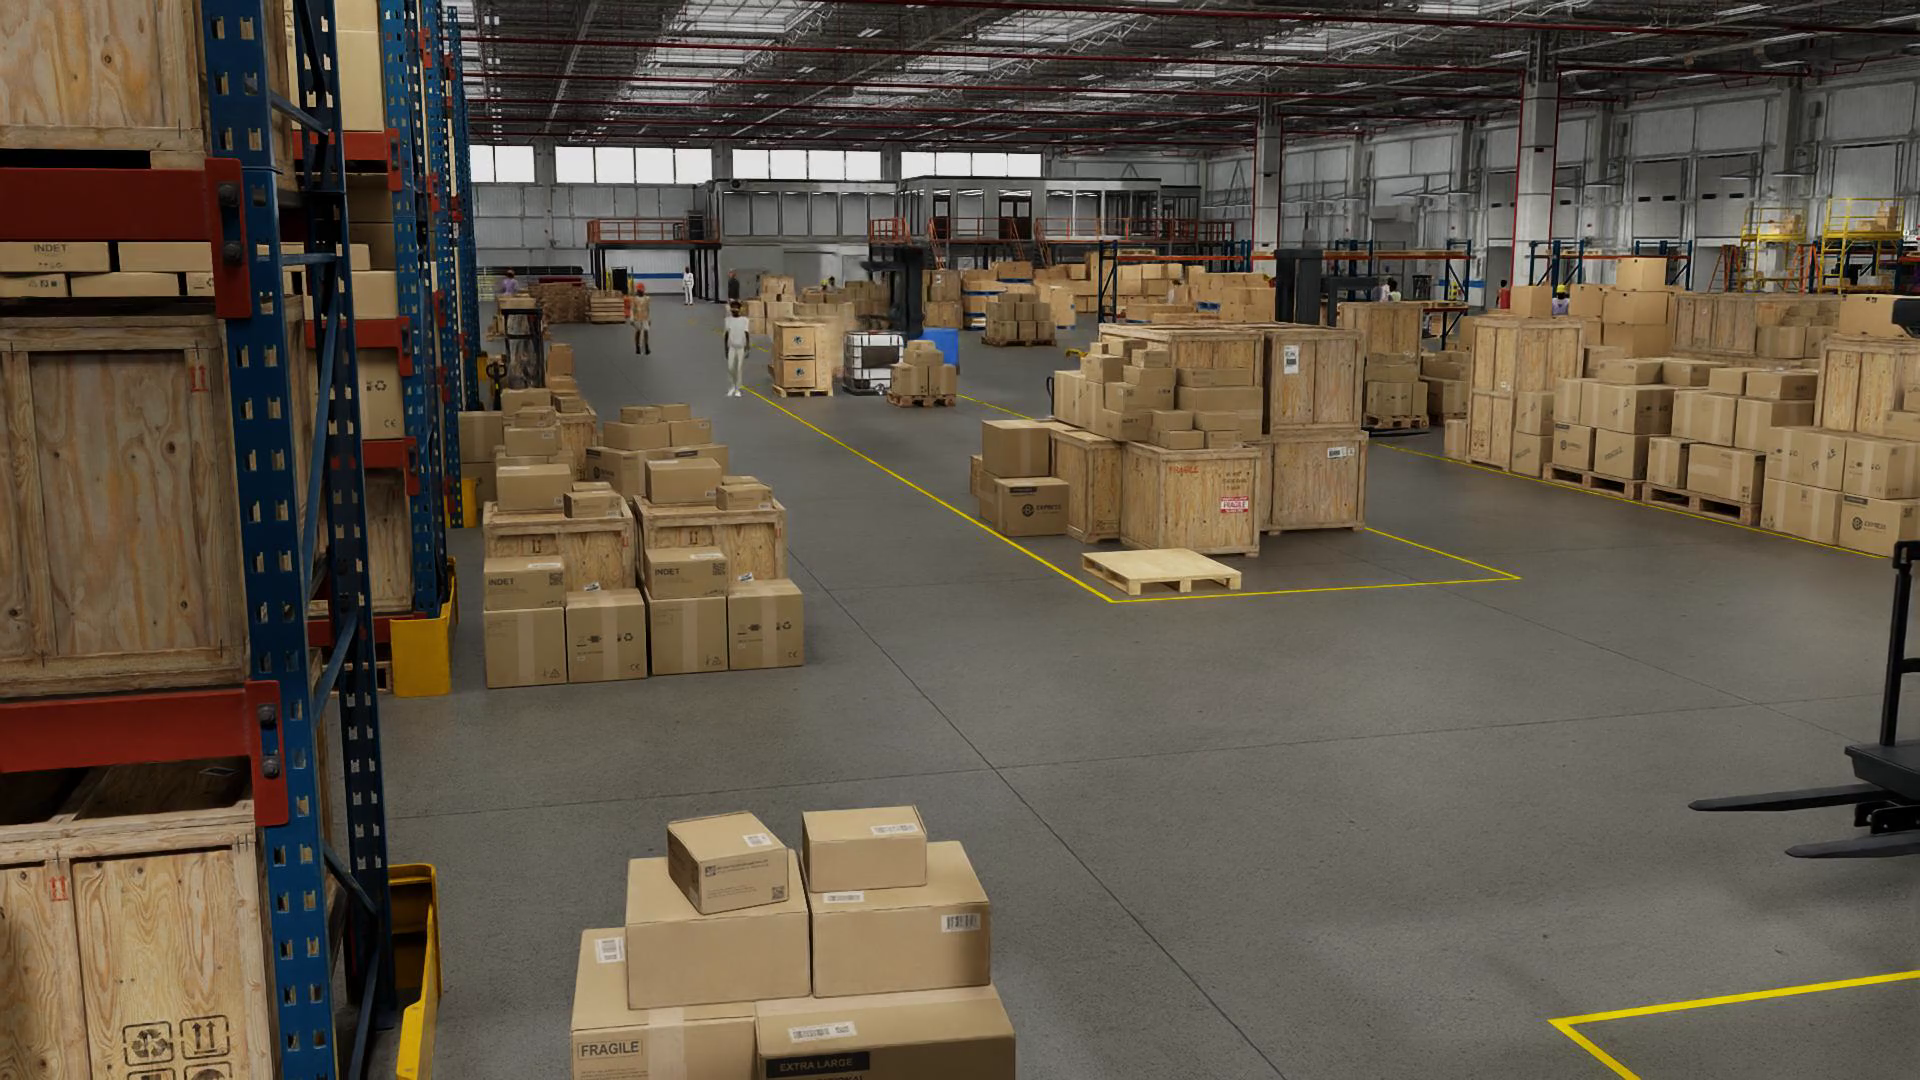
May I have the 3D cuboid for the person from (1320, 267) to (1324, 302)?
[{"bbox_3d":[17.479,-12.360,80.855,0.585,1.928,0.379,6,12,32],"label":"person"}]

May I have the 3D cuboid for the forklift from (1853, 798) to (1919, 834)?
[{"bbox_3d":[5.422,0.098,7.619,1.873,2.768,1.129,-3,10,-15],"label":"forklift"}]

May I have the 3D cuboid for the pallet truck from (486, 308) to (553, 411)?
[{"bbox_3d":[-6.242,-2.418,24.362,0.823,1.965,1.885,1,10,3],"label":"pallet truck"}]

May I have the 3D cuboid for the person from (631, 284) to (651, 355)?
[{"bbox_3d":[-8.482,-5.873,44.274,0.551,1.891,1.008,-3,11,-18],"label":"person"}]

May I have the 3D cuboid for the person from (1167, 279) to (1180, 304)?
[{"bbox_3d":[6.384,-6.715,48.935,0.828,1.912,0.488,8,13,39],"label":"person"}]

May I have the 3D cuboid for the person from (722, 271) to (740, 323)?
[{"bbox_3d":[-8.578,-9.099,62.287,0.831,1.956,0.649,7,12,35],"label":"person"}]

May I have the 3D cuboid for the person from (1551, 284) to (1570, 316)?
[{"bbox_3d":[14.873,-5.372,41.287,0.594,1.926,0.366,4,11,21],"label":"person"}]

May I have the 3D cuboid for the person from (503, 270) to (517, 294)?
[{"bbox_3d":[-17.044,-9.228,62.941,0.616,2.008,0.942,2,10,9],"label":"person"}]

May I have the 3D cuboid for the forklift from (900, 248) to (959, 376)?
[{"bbox_3d":[-1.028,-4.926,36.069,1.873,2.768,1.129,-3,10,-15],"label":"forklift"}]

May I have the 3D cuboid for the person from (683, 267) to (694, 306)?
[{"bbox_3d":[-13.169,-12.286,80.562,0.581,1.882,0.339,5,11,26],"label":"person"}]

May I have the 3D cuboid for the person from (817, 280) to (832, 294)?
[{"bbox_3d":[-4.578,-7.877,55.994,0.528,1.744,0.619,0,10,-1],"label":"person"}]

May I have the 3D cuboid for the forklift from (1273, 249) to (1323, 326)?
[{"bbox_3d":[4.855,-2.824,24.162,1.873,2.768,1.129,-3,10,-15],"label":"forklift"}]

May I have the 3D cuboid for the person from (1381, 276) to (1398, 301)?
[{"bbox_3d":[14.882,-8.192,57.537,0.661,1.830,0.447,-3,10,-16],"label":"person"}]

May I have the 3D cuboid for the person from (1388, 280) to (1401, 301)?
[{"bbox_3d":[12.092,-6.276,46.435,0.392,1.919,0.592,8,12,36],"label":"person"}]

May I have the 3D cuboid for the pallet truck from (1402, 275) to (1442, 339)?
[{"bbox_3d":[14.620,-7.324,52.145,0.823,1.965,1.885,8,13,40],"label":"pallet truck"}]

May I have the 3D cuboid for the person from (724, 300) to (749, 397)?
[{"bbox_3d":[-4.257,-3.640,31.717,0.498,1.848,0.598,0,10,1],"label":"person"}]

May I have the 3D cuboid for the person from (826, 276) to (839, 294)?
[{"bbox_3d":[-4.412,-8.201,57.564,0.541,1.849,0.477,-6,12,-31],"label":"person"}]

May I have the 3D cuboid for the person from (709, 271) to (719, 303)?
[{"bbox_3d":[-12.354,-12.990,84.598,0.908,1.860,0.713,-5,11,-27],"label":"person"}]

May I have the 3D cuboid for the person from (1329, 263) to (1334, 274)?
[{"bbox_3d":[19.251,-13.326,86.152,0.610,1.989,0.392,-6,12,-31],"label":"person"}]

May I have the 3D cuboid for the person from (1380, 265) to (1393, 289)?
[{"bbox_3d":[20.736,-12.370,80.856,0.614,1.946,0.390,6,12,33],"label":"person"}]

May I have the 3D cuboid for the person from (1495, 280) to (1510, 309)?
[{"bbox_3d":[19.090,-8.298,58.510,0.541,1.696,0.315,-2,10,-11],"label":"person"}]

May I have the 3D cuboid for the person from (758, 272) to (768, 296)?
[{"bbox_3d":[-6.888,-8.407,58.153,1.039,2.000,0.690,-4,11,-23],"label":"person"}]
